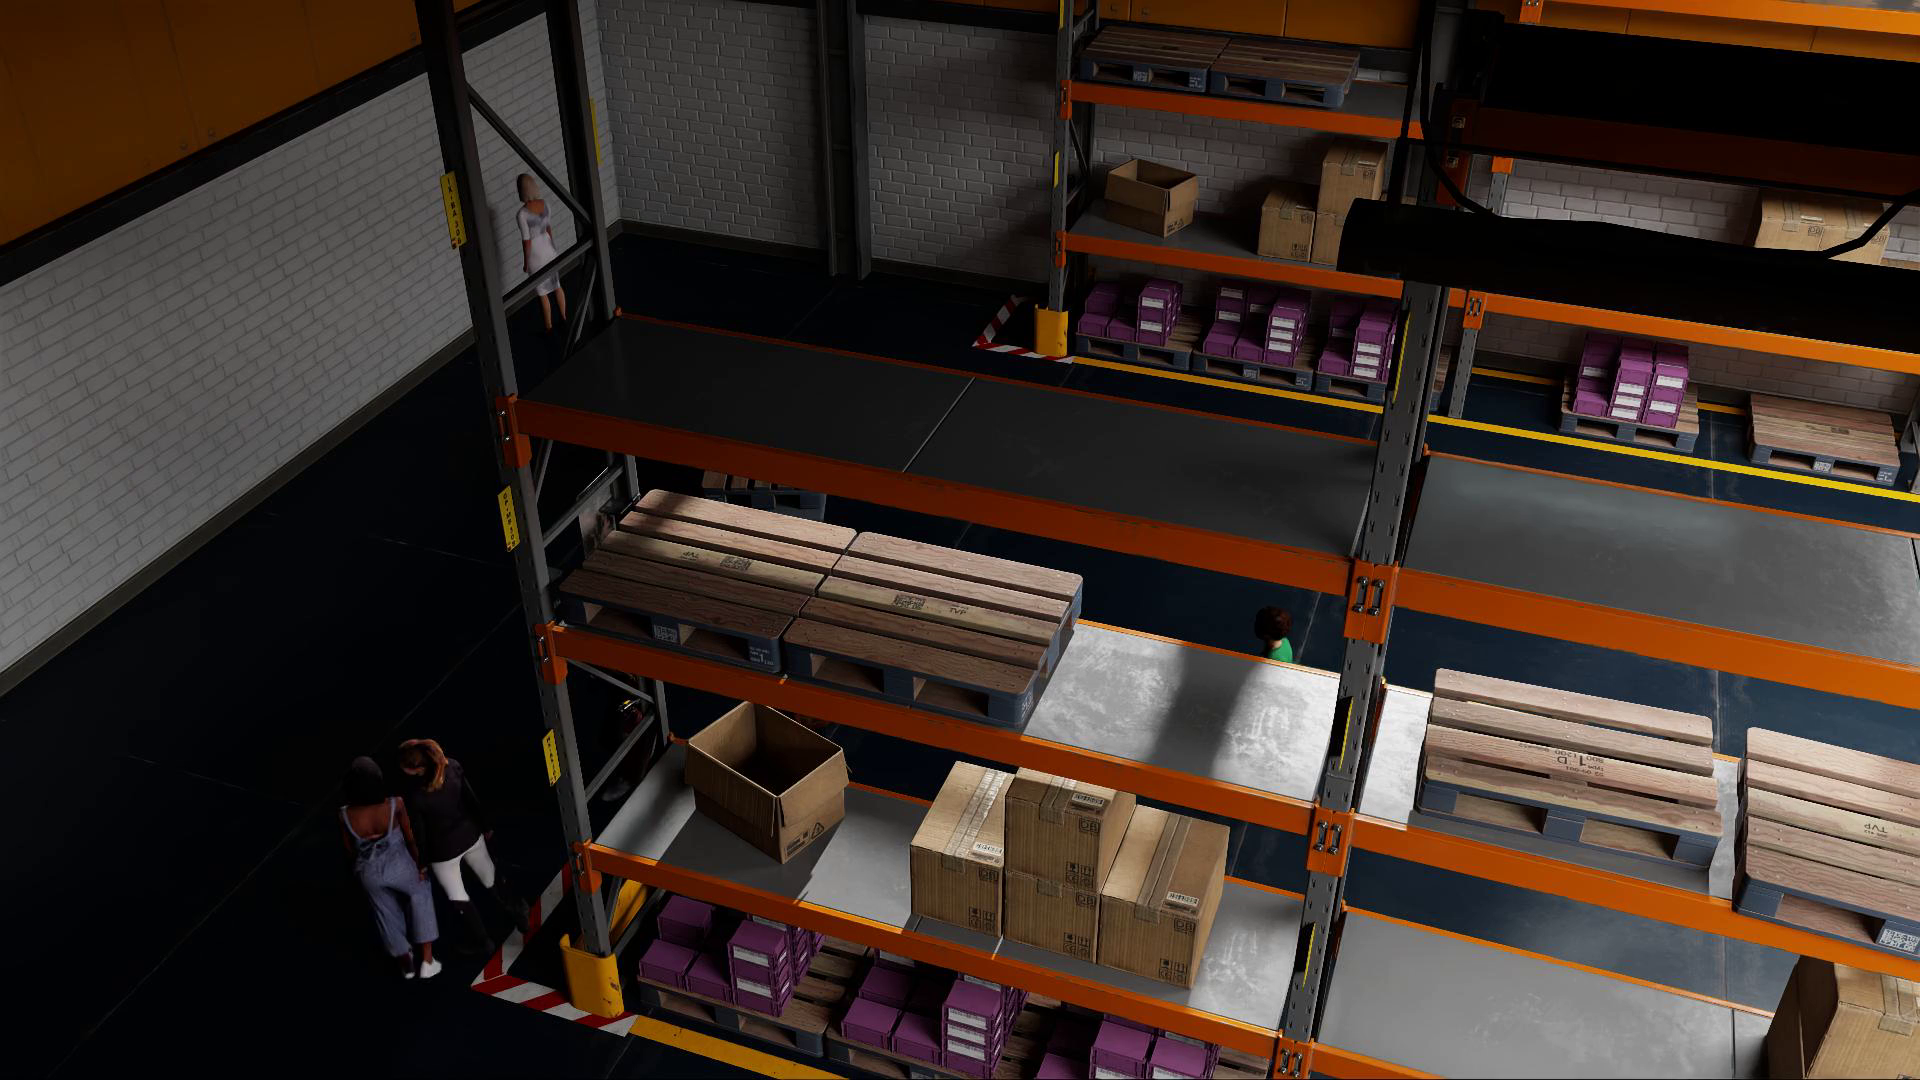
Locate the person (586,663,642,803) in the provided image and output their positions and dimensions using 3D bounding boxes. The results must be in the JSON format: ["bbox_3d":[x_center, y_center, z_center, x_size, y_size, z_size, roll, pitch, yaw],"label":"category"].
[{"bbox_3d":[-2.181,0.949,11.089,0.862,1.727,0.809,-22,40,-30],"label":"person"}]

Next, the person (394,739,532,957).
[{"bbox_3d":[-2.933,1.813,9.805,0.829,1.710,0.698,-28,42,-35],"label":"person"}]

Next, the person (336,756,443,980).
[{"bbox_3d":[-3.299,1.963,9.600,0.811,1.687,0.855,-10,35,-15],"label":"person"}]

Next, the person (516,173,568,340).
[{"bbox_3d":[-4.232,-2.869,16.814,0.590,1.749,0.613,21,39,28],"label":"person"}]
